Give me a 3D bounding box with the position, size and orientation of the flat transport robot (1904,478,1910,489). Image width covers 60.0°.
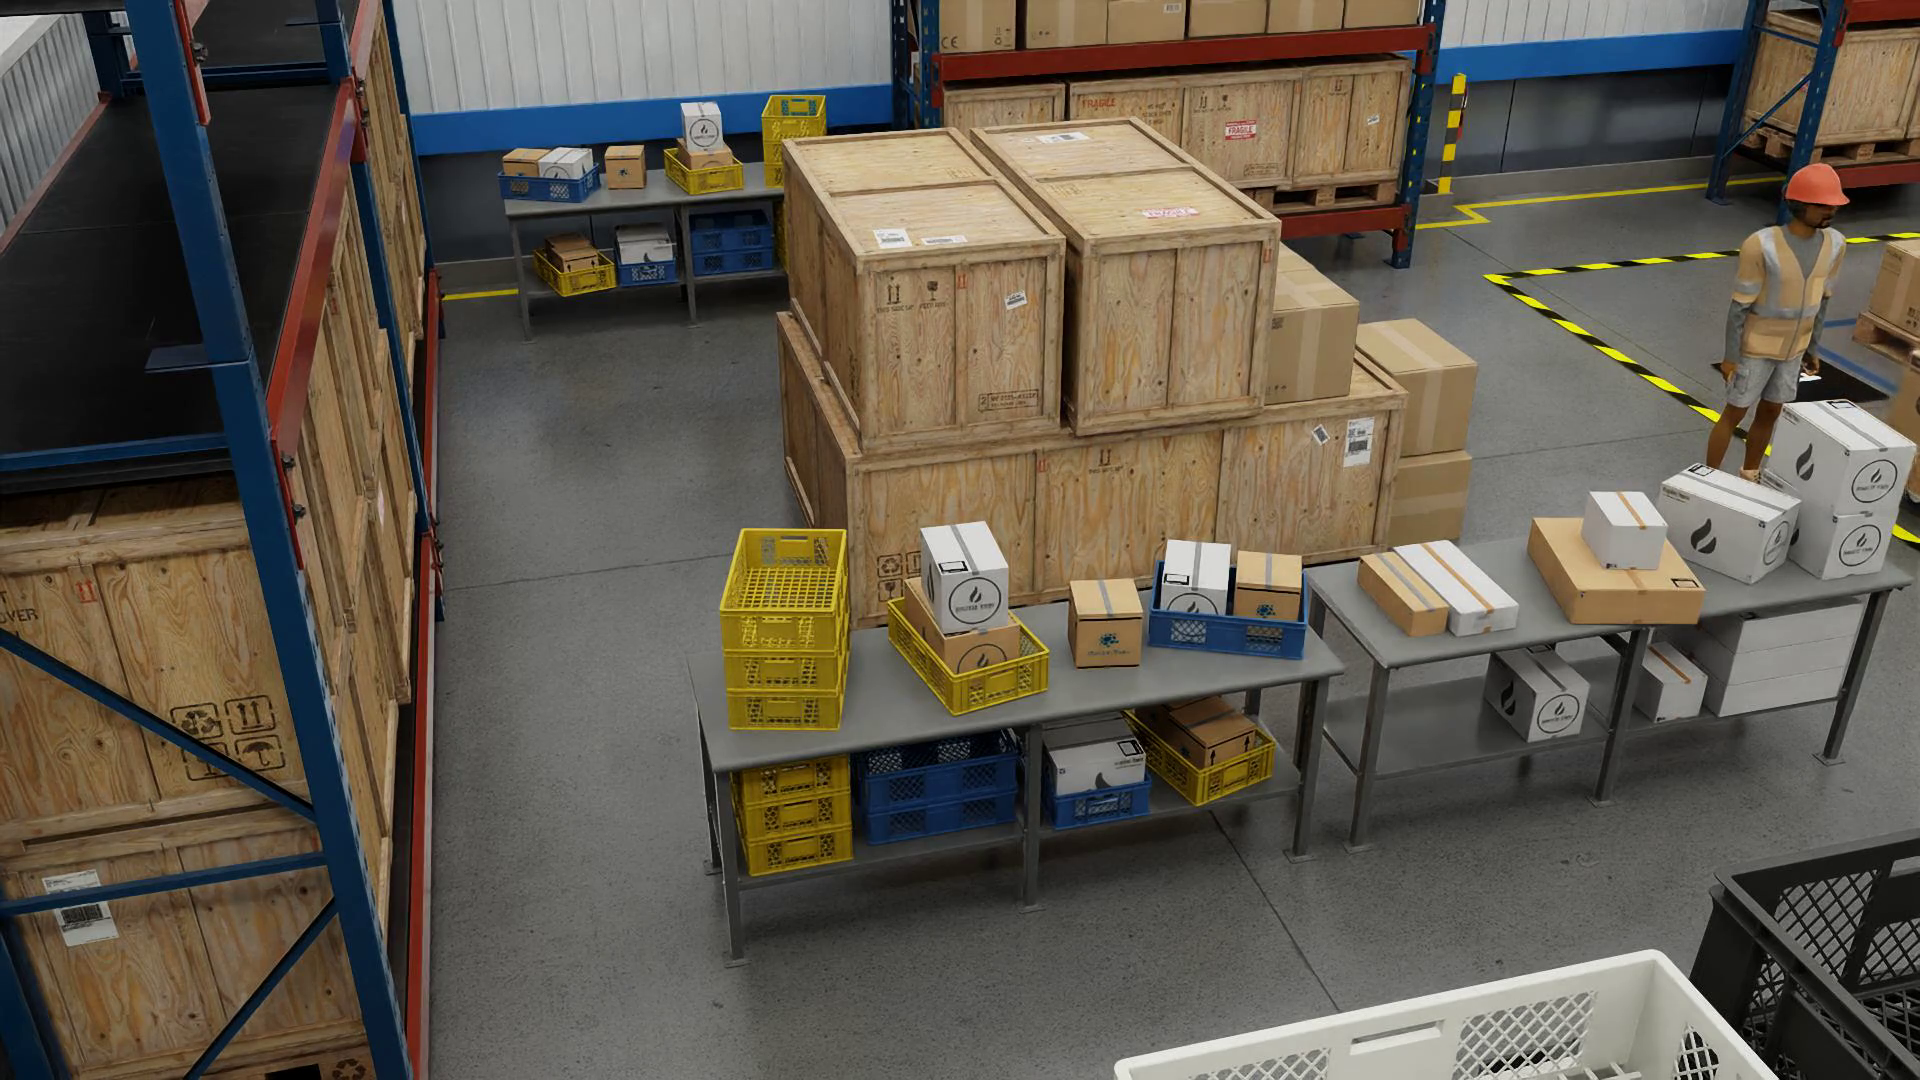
[{"bbox_3d":[5.965,-0.214,9.475,0.652,0.197,1.431,-7,30,-13],"label":"flat transport robot"}]

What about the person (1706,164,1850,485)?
[{"bbox_3d":[4.522,-1.078,9.232,0.608,2.048,0.363,-6,29,-11],"label":"person"}]
